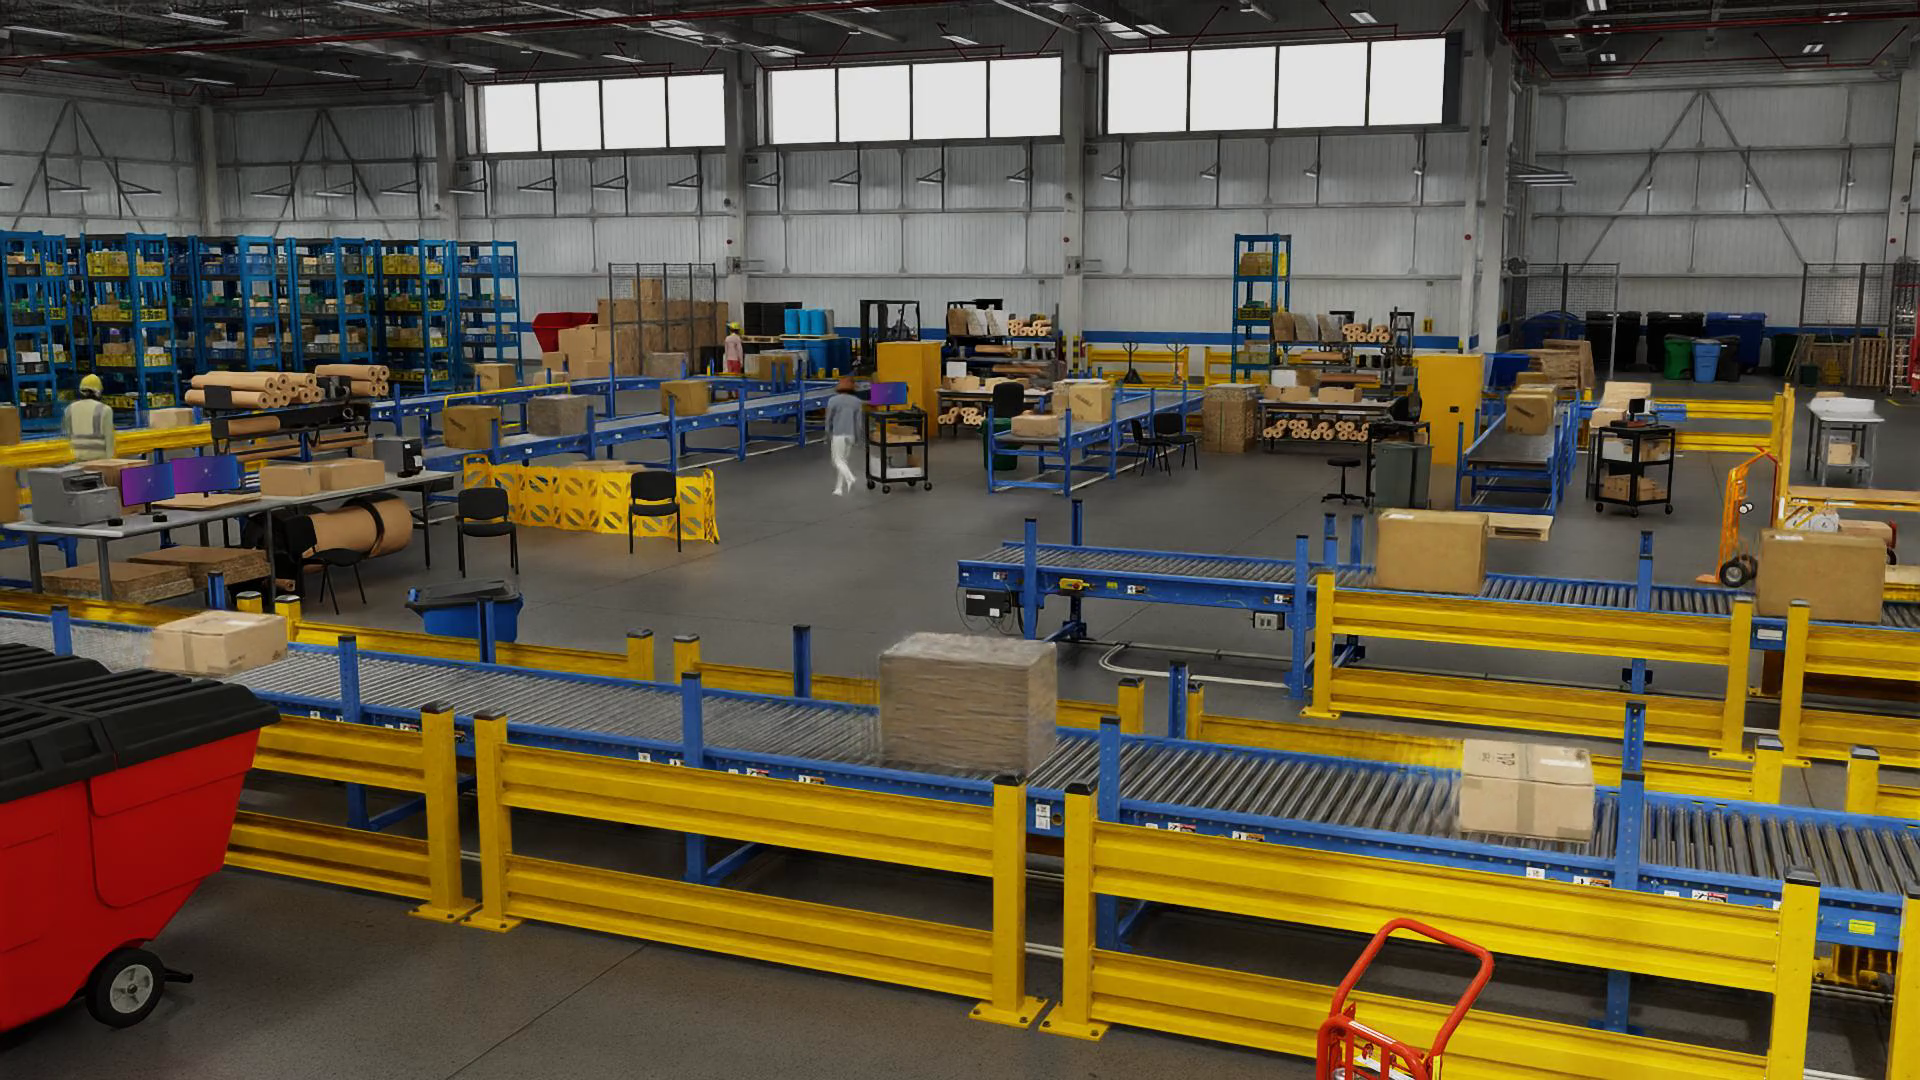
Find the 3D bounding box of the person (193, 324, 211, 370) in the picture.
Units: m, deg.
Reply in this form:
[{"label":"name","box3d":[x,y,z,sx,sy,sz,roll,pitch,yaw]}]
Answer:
[{"label":"person","box3d":[-17.675,-4.323,38.842,0.598,1.936,1.063,6,11,33]}]

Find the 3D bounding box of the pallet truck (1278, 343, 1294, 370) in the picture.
[{"label":"pallet truck","box3d":[7.886,-4.163,39.743,0.653,1.274,1.630,4,10,22]}]

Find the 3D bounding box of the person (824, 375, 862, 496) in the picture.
[{"label":"person","box3d":[-1.490,-1.354,21.787,0.524,1.604,0.593,-6,11,-32]}]

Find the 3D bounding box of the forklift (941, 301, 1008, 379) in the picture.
[{"label":"forklift","box3d":[0.365,-4.966,41.571,1.157,1.987,2.680,3,10,20]}]

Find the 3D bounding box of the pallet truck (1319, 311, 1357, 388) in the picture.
[{"label":"pallet truck","box3d":[9.071,-4.419,39.190,0.823,1.965,1.885,5,10,26]}]

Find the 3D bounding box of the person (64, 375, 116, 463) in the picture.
[{"label":"person","box3d":[-9.898,-0.999,19.086,0.612,1.781,0.923,1,9,5]}]

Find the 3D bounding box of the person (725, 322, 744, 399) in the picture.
[{"label":"person","box3d":[-5.098,-4.057,37.700,0.533,1.768,0.310,8,12,39]}]

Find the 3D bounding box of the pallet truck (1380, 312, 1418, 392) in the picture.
[{"label":"pallet truck","box3d":[10.207,-4.283,38.369,0.823,1.965,1.885,3,10,20]}]

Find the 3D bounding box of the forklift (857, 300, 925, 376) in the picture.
[{"label":"forklift","box3d":[-1.732,-5.109,42.468,1.157,1.987,2.680,4,10,22]}]

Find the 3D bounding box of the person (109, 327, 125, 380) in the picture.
[{"label":"person","box3d":[-19.542,-4.229,38.534,0.565,1.836,0.377,5,11,29]}]

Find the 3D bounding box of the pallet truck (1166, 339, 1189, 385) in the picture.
[{"label":"pallet truck","box3d":[5.418,-4.269,40.420,0.704,1.261,1.522,3,10,20]}]

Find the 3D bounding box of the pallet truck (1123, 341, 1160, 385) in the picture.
[{"label":"pallet truck","box3d":[4.445,-4.380,41.279,0.680,1.201,1.601,4,10,22]}]
